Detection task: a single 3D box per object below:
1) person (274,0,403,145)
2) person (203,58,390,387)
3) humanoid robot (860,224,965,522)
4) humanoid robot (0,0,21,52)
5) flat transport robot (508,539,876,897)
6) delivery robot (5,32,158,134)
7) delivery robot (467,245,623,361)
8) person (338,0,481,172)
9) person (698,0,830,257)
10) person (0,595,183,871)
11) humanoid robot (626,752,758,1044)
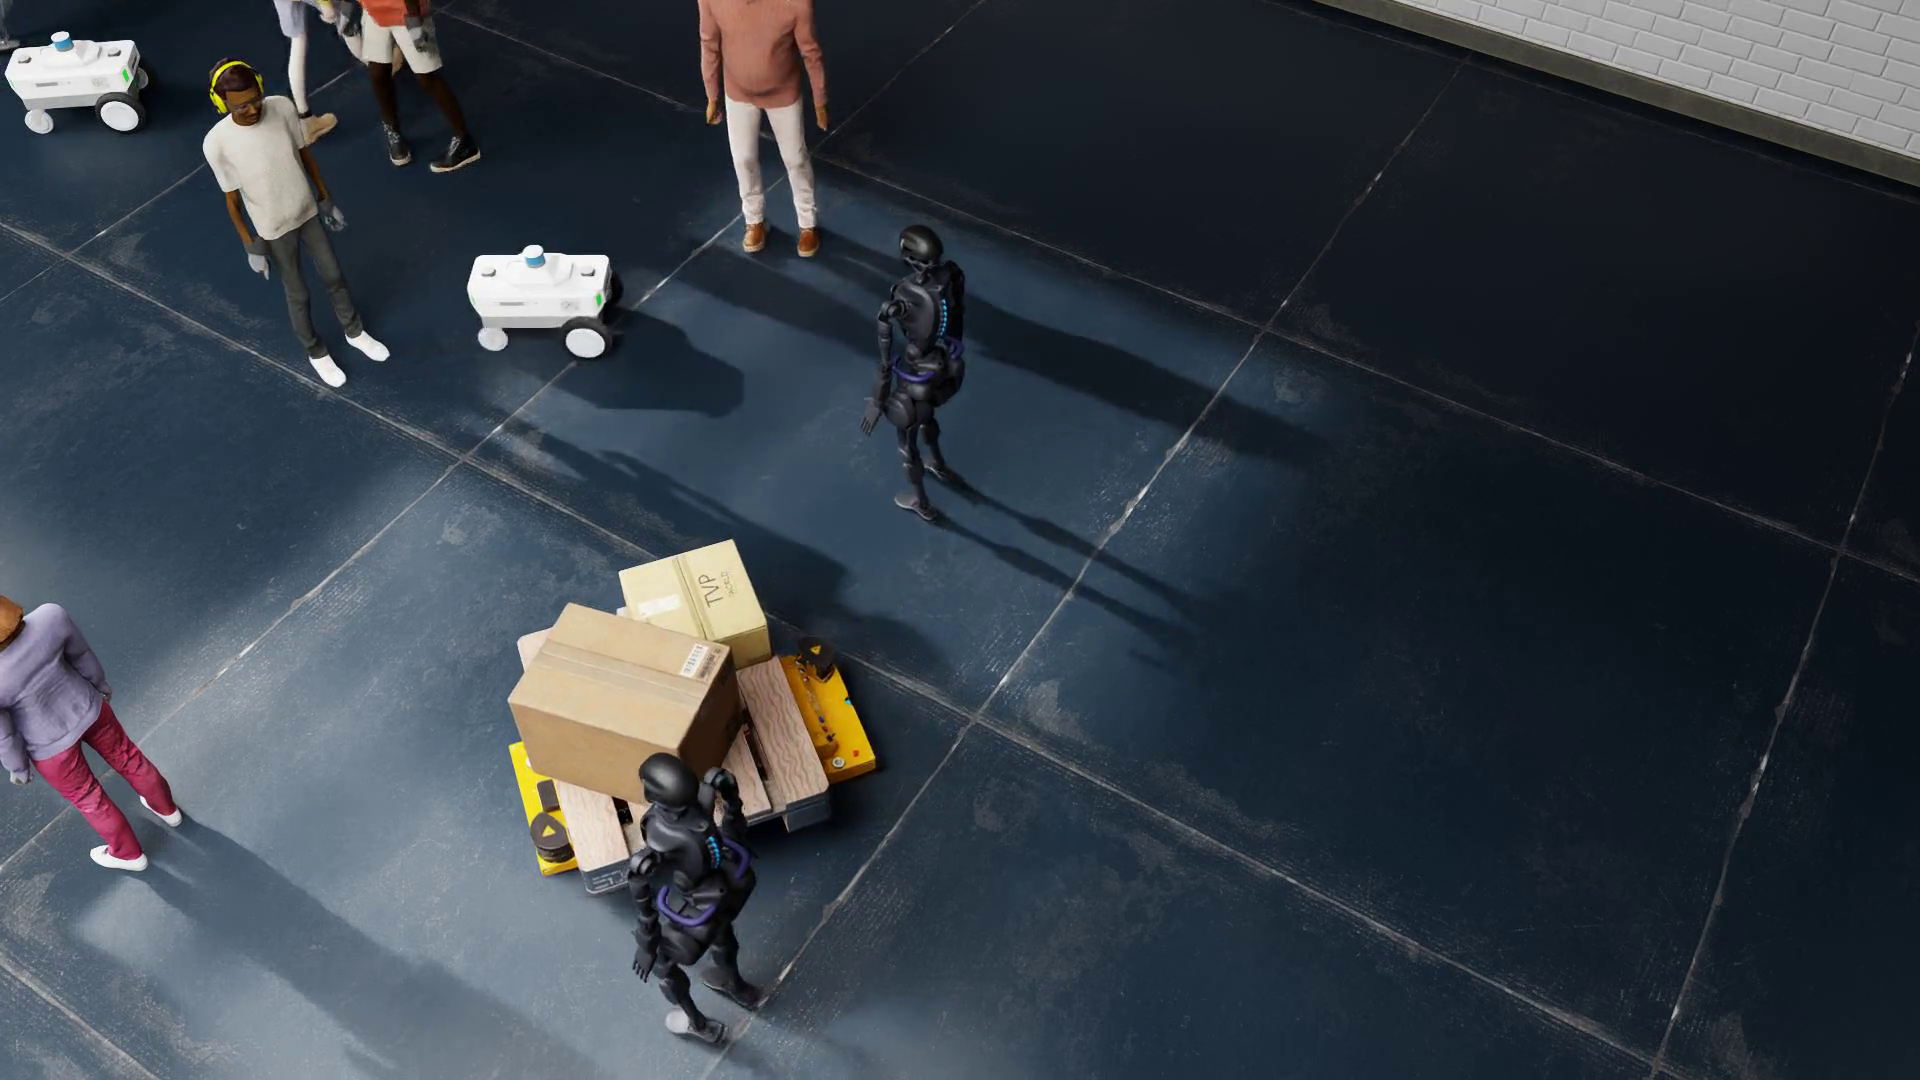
[{"bbox_3d":[-3.782,-3.284,9.647,0.486,1.836,0.983,14,50,12],"label":"person"},{"bbox_3d":[-3.255,-1.534,8.107,0.346,1.856,0.521,30,55,24],"label":"person"},{"bbox_3d":[-0.231,-0.751,7.537,0.424,1.654,0.613,33,57,26],"label":"humanoid robot"},{"bbox_3d":[-6.108,-3.701,10.100,0.722,1.833,0.545,-6,49,-5],"label":"humanoid robot"},{"bbox_3d":[-1.137,0.893,7.035,1.431,0.231,0.659,-17,51,-14],"label":"flat transport robot"},{"bbox_3d":[-5.301,-2.781,10.069,0.811,0.613,0.499,-6,49,-5],"label":"delivery robot"},{"bbox_3d":[-2.195,-1.290,8.746,0.758,0.583,0.499,0,49,0],"label":"delivery robot"},{"bbox_3d":[-3.231,-2.954,9.315,0.625,1.922,0.489,26,54,21],"label":"person"},{"bbox_3d":[-1.021,-2.336,8.728,0.660,1.974,0.434,7,49,6],"label":"person"},{"bbox_3d":[-3.400,0.707,6.289,0.281,1.633,0.498,18,51,15],"label":"person"},{"bbox_3d":[-0.923,1.232,5.798,0.349,1.649,0.608,25,53,20],"label":"humanoid robot"}]
